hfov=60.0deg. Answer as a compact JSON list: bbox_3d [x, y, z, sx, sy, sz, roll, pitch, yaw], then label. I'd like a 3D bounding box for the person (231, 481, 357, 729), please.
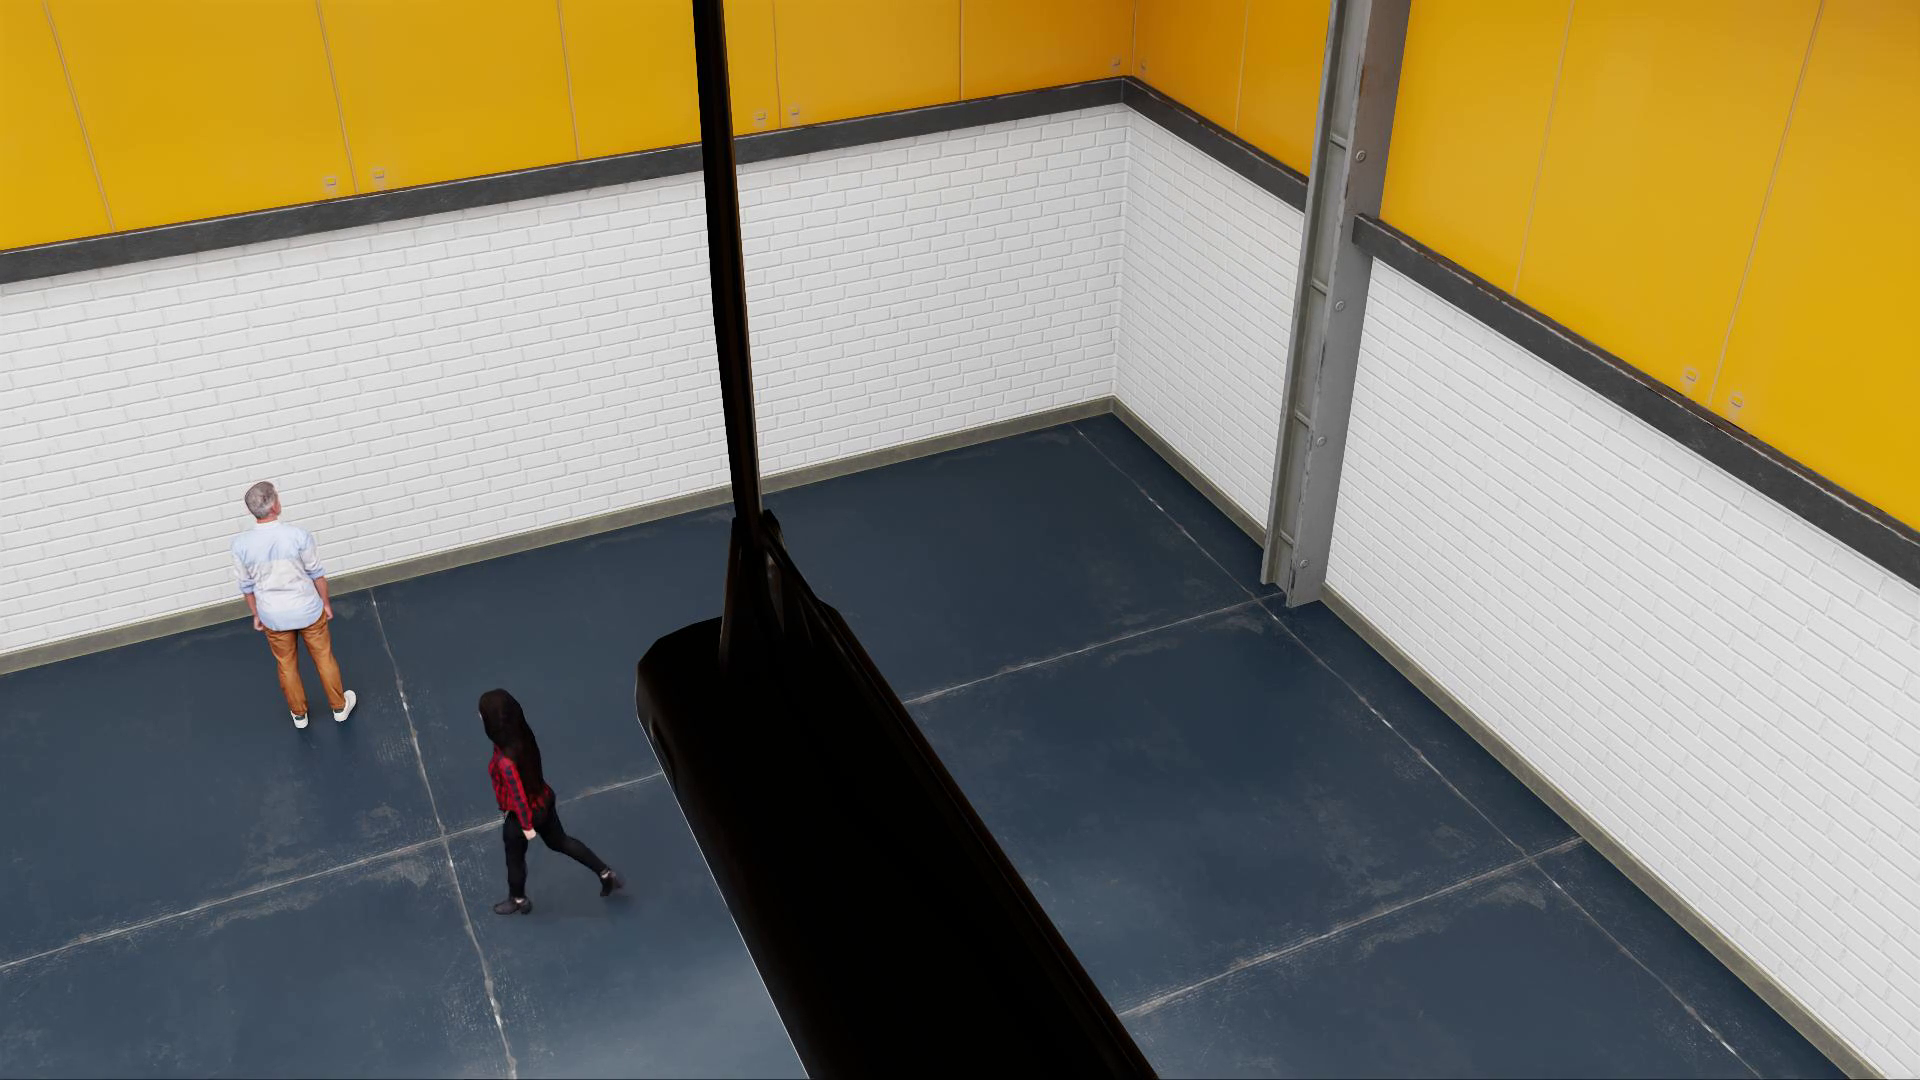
[{"bbox_3d":[-4.359,0.433,10.831,0.729,1.826,0.628,-8,34,-12],"label":"person"}]

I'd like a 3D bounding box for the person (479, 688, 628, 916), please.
[{"bbox_3d":[-2.345,1.505,9.403,0.901,1.621,1.040,-1,34,-2],"label":"person"}]
